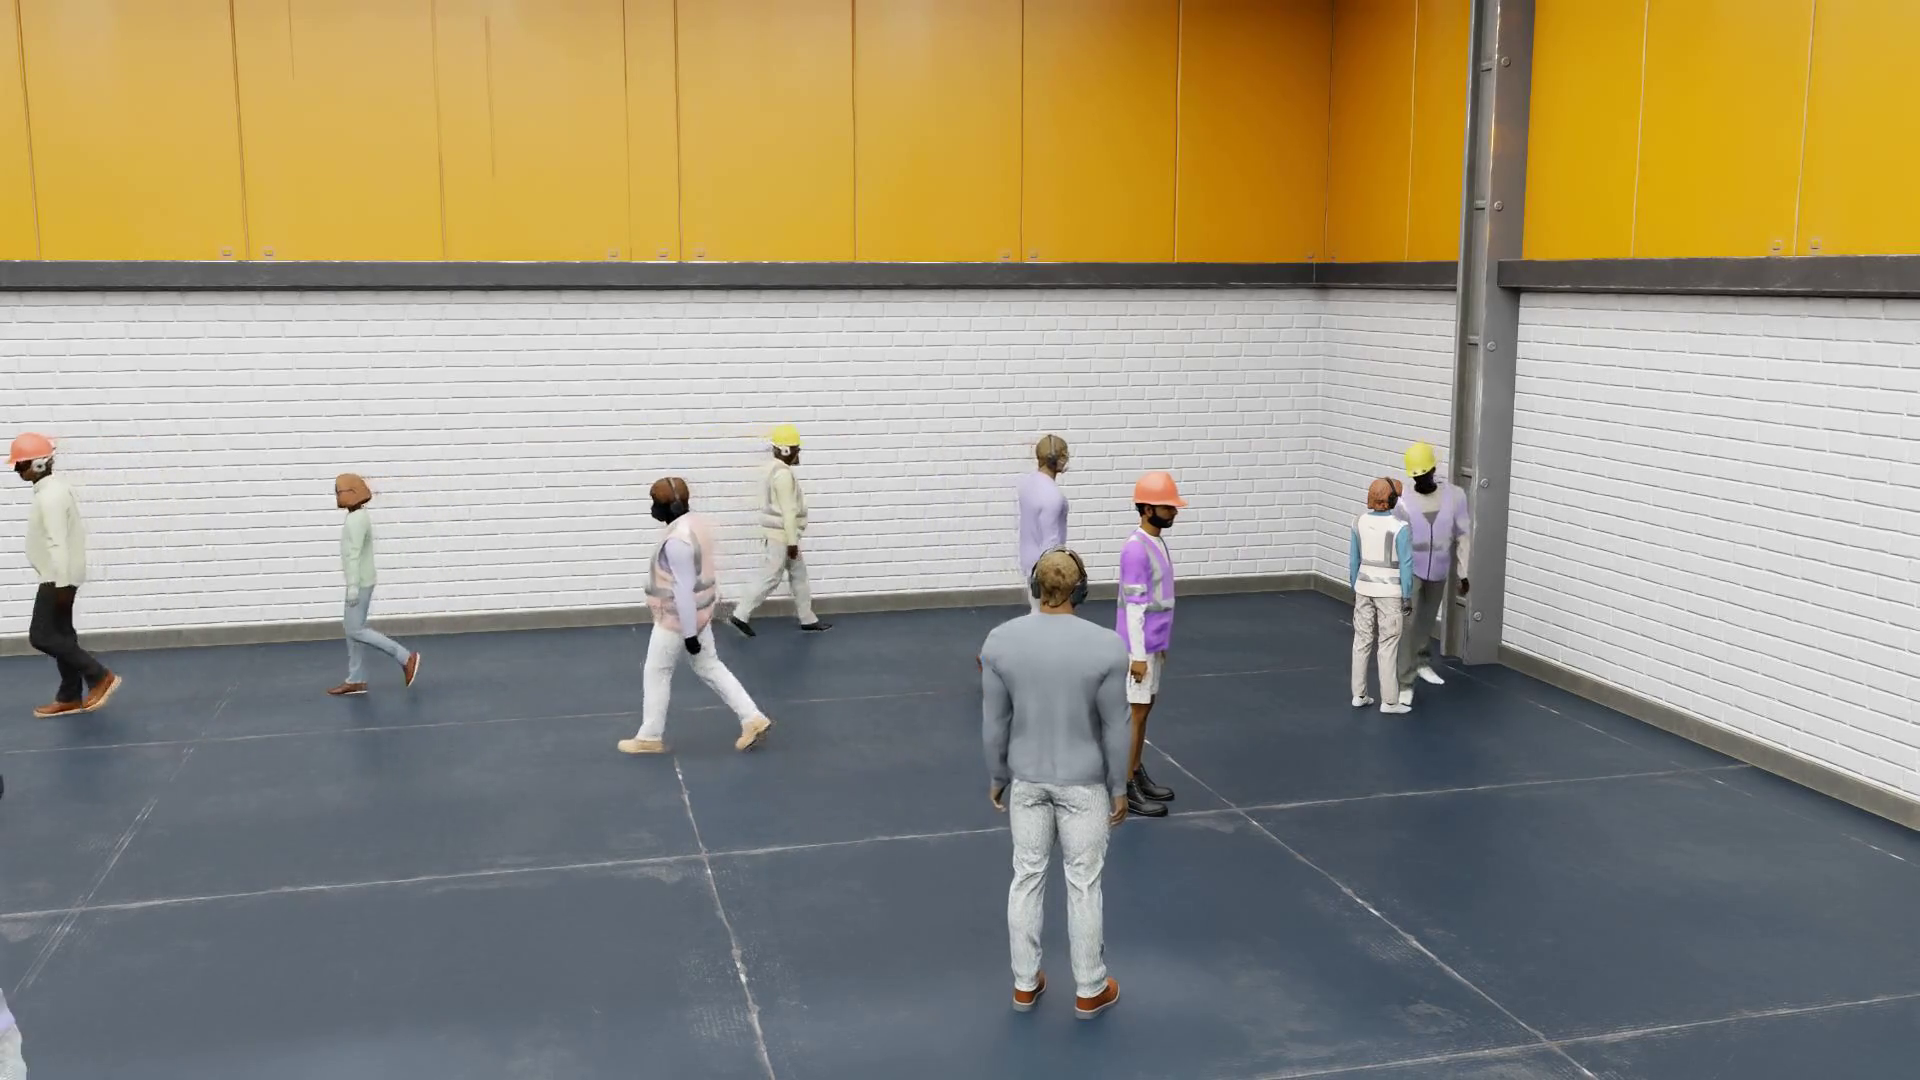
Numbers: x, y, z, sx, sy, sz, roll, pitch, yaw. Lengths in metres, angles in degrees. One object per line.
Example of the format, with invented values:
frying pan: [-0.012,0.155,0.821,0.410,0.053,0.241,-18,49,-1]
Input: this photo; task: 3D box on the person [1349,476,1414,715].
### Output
person: [2.903,0.383,11.481,0.310,1.639,0.514,-7,11,-37]

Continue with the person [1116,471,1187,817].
person: [1.074,0.571,9.380,0.379,1.937,0.547,3,10,18]

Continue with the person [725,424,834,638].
person: [-1.536,-0.070,13.832,0.885,1.804,0.606,-2,9,-13]

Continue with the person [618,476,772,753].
person: [-1.675,0.478,10.412,0.933,1.799,0.636,1,9,7]

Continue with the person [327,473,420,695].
person: [-4.258,0.318,11.943,0.576,1.615,0.519,-3,10,-20]

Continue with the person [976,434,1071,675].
person: [0.532,0.203,11.745,0.721,1.917,0.634,-3,9,-16]

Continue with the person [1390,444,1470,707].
person: [3.304,0.206,11.972,0.635,1.854,0.891,-1,9,-4]

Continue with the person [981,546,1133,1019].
person: [0.397,0.985,6.788,0.627,1.941,0.374,4,10,21]

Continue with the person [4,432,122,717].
person: [-6.130,0.247,11.295,0.506,1.978,0.631,-4,10,-26]

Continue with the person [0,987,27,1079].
person: [-2.547,1.429,4.062,0.561,1.918,0.490,2,9,10]
